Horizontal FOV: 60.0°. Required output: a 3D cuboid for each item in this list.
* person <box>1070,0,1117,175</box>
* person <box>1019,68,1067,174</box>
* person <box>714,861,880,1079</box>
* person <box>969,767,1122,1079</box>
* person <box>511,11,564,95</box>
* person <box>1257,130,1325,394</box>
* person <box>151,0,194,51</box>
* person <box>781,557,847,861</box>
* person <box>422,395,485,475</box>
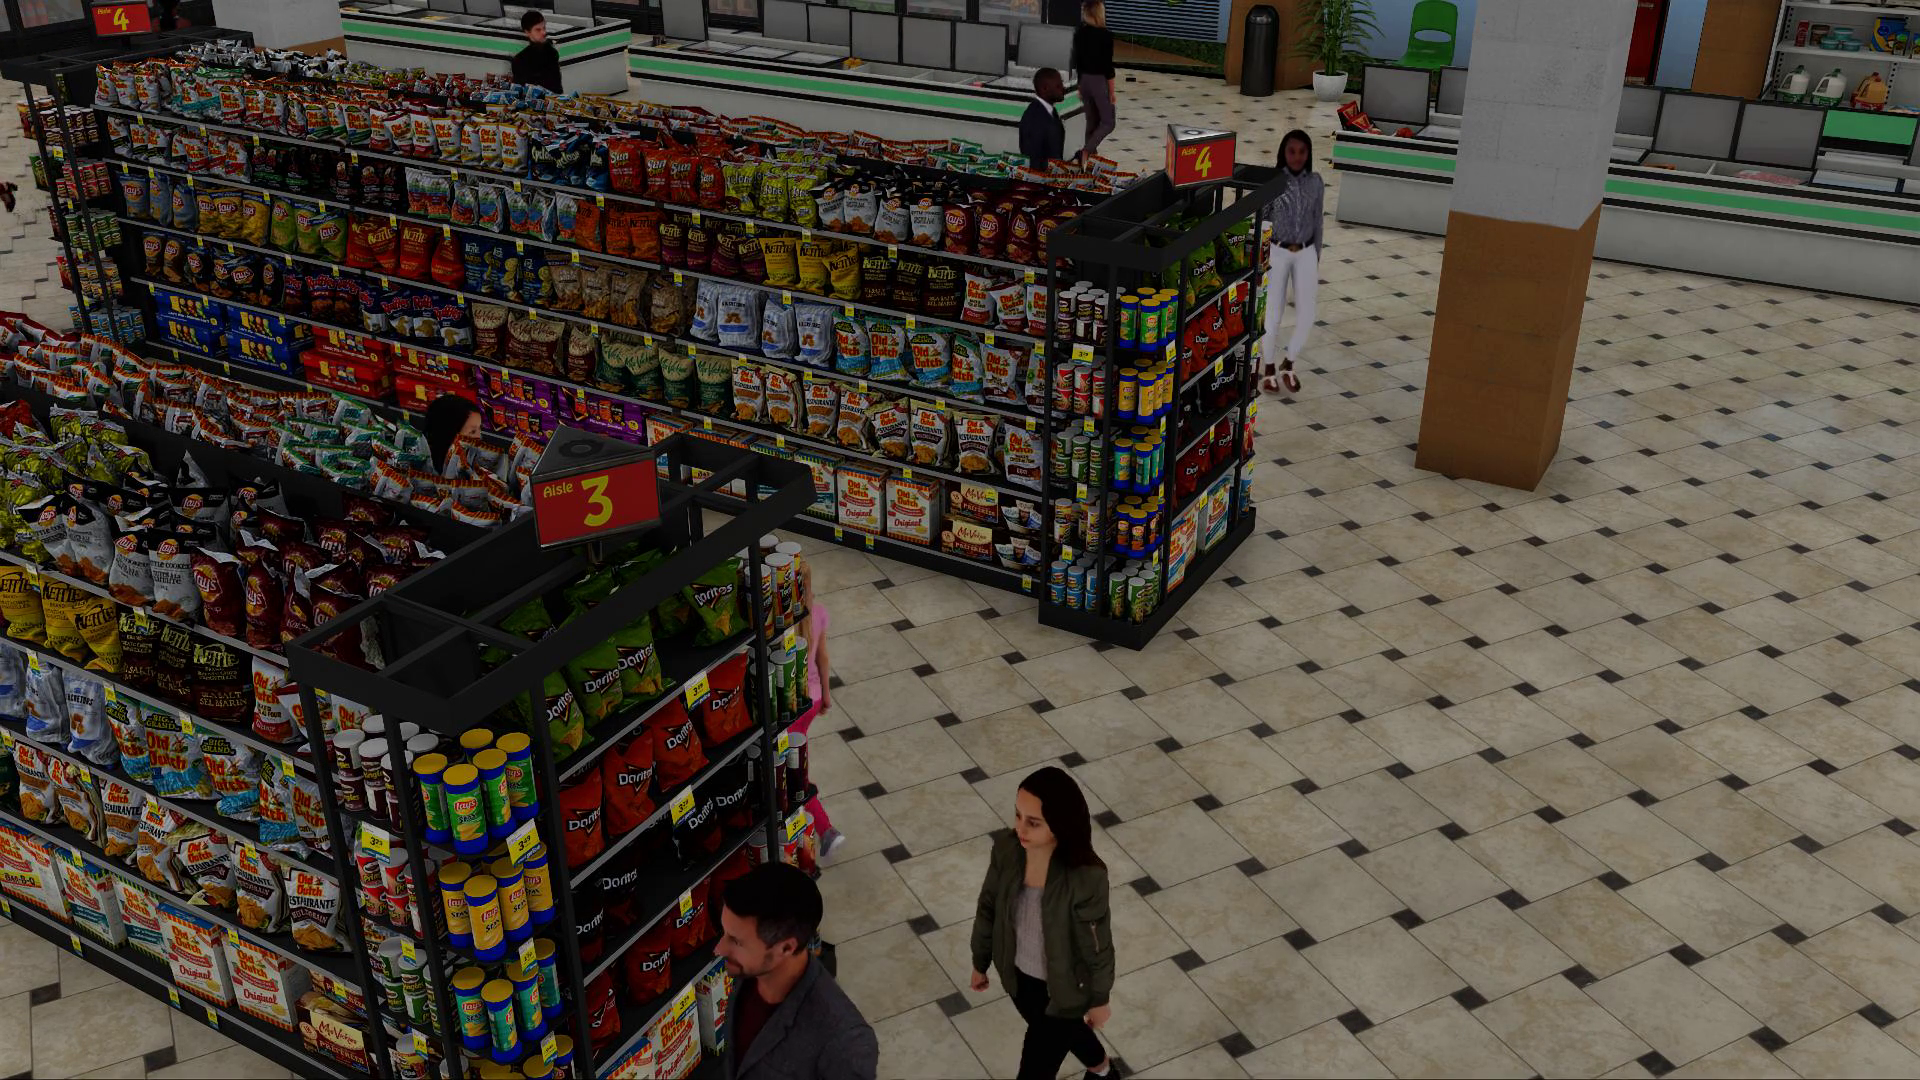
[{"bbox_3d":[1.182,-4.104,15.335,0.788,1.648,0.768,-22,34,-37],"label":"person"},{"bbox_3d":[0.503,-2.451,11.936,1.286,1.773,0.991,4,27,8],"label":"person"},{"bbox_3d":[-0.334,1.522,4.021,1.092,1.847,1.176,-16,31,-29],"label":"person"},{"bbox_3d":[0.302,1.281,4.946,1.009,1.439,0.818,22,34,37],"label":"person"},{"bbox_3d":[-3.580,-3.521,14.008,1.065,1.809,0.924,5,27,10],"label":"person"},{"bbox_3d":[2.092,-1.793,10.705,0.716,1.712,0.799,-1,27,-1],"label":"person"},{"bbox_3d":[-7.267,-4.227,15.492,1.077,1.724,1.060,-4,27,-7],"label":"person"},{"bbox_3d":[-0.615,0.648,6.399,0.710,1.254,0.936,-19,33,-33],"label":"person"},{"bbox_3d":[-2.075,0.181,6.836,0.675,1.693,0.617,16,31,28],"label":"person"}]
